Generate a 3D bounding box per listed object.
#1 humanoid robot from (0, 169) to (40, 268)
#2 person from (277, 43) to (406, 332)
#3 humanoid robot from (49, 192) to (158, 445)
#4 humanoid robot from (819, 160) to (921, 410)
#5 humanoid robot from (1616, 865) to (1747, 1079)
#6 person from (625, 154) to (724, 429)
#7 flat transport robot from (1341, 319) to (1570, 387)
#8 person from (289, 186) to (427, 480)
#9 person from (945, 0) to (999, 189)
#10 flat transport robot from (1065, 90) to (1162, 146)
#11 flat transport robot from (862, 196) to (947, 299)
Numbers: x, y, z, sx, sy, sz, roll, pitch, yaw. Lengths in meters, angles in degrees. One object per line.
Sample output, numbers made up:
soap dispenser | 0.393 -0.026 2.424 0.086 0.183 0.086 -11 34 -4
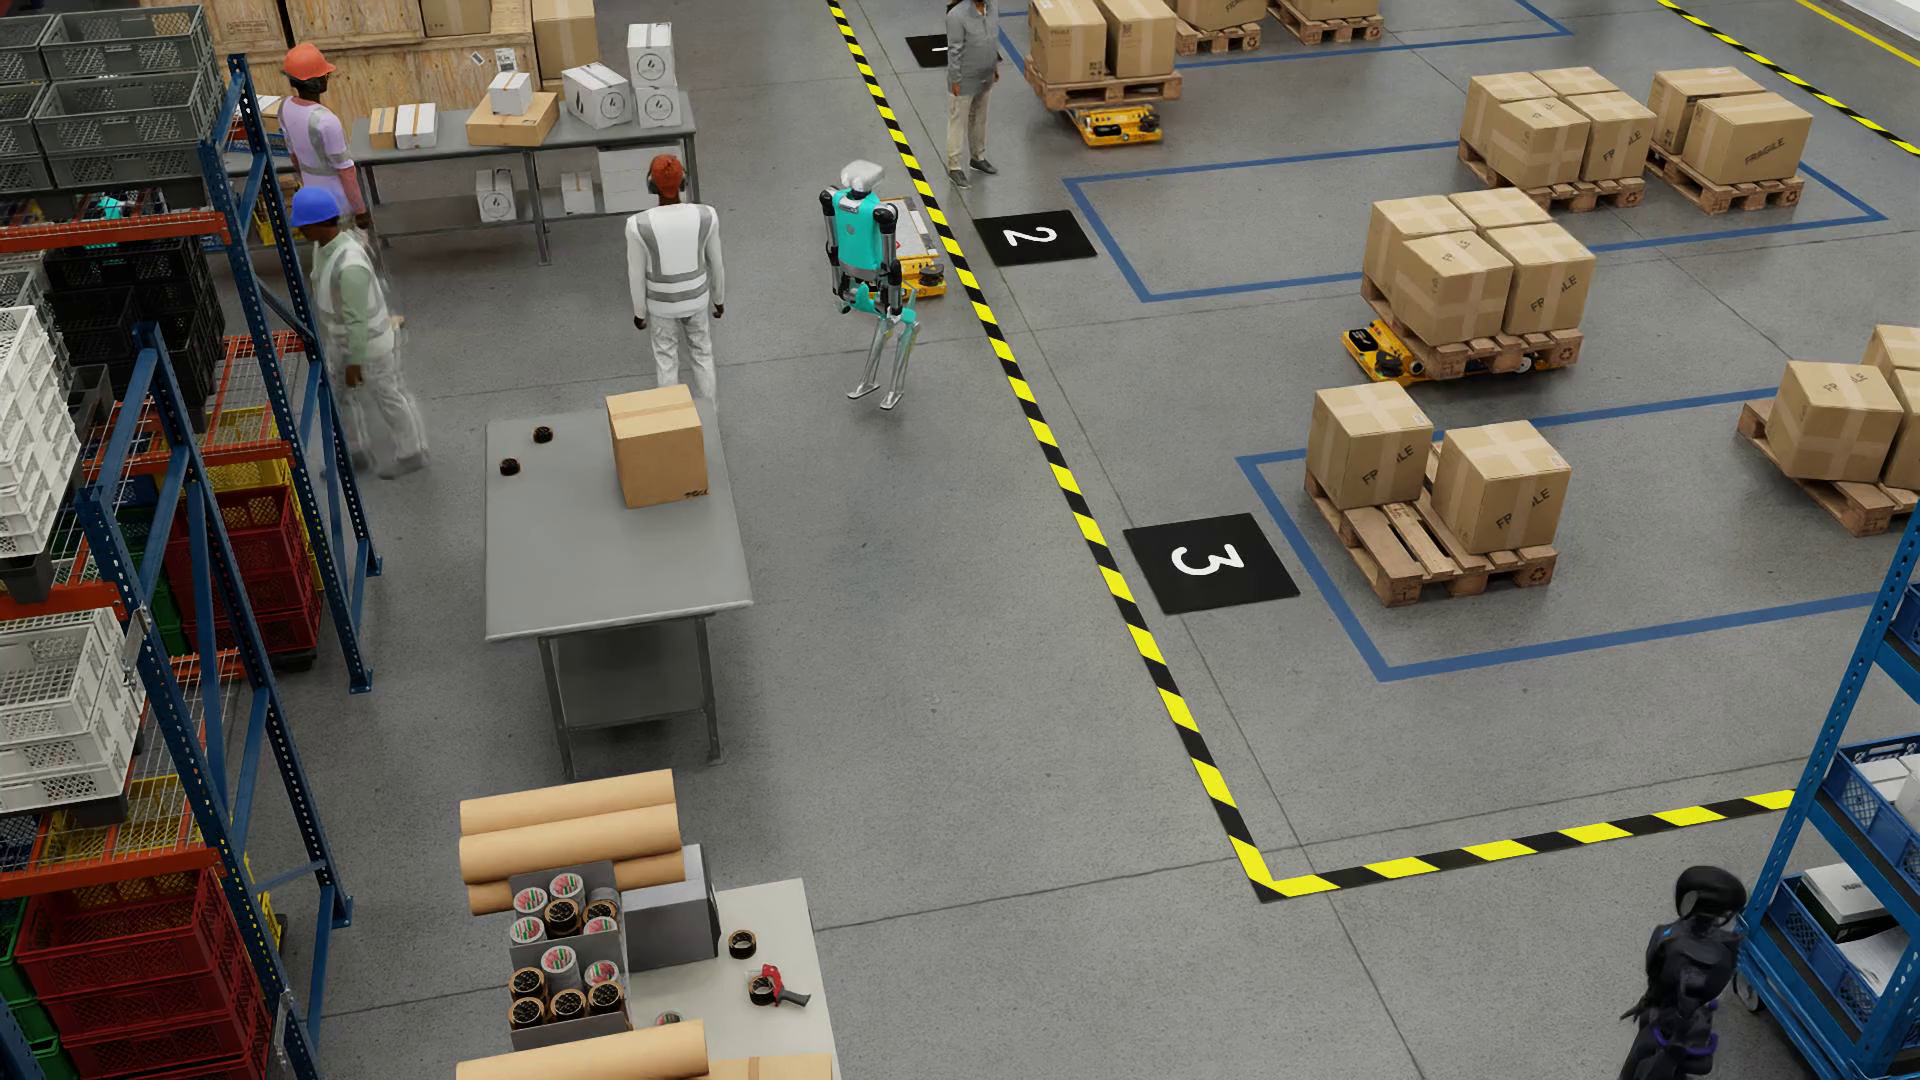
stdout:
humanoid robot | -6.124 -1.901 10.935 0.393 1.646 0.594 -18 40 -22
person | -4.203 -2.331 11.202 0.604 2.044 0.373 24 43 29
humanoid robot | -5.076 -1.301 9.994 0.531 1.698 0.734 -4 37 -6
humanoid robot | -0.473 -1.634 10.411 0.533 1.672 0.735 22 42 26
humanoid robot | 2.556 1.823 5.947 0.426 1.673 0.592 13 38 16
person | -1.711 -1.445 10.149 0.581 1.878 0.339 -15 39 -19
flat transport robot | 3.408 -1.358 11.356 1.431 0.197 0.652 -8 37 -10
person | -3.622 -1.138 9.702 0.733 1.924 0.608 -26 44 -31
person | 0.106 -3.730 13.314 0.407 1.761 0.564 29 45 33
flat transport robot | 1.261 -3.892 14.761 0.652 0.197 1.431 -8 37 -10
flat transport robot | -0.570 -2.220 12.538 0.659 0.231 1.431 -8 37 -10
